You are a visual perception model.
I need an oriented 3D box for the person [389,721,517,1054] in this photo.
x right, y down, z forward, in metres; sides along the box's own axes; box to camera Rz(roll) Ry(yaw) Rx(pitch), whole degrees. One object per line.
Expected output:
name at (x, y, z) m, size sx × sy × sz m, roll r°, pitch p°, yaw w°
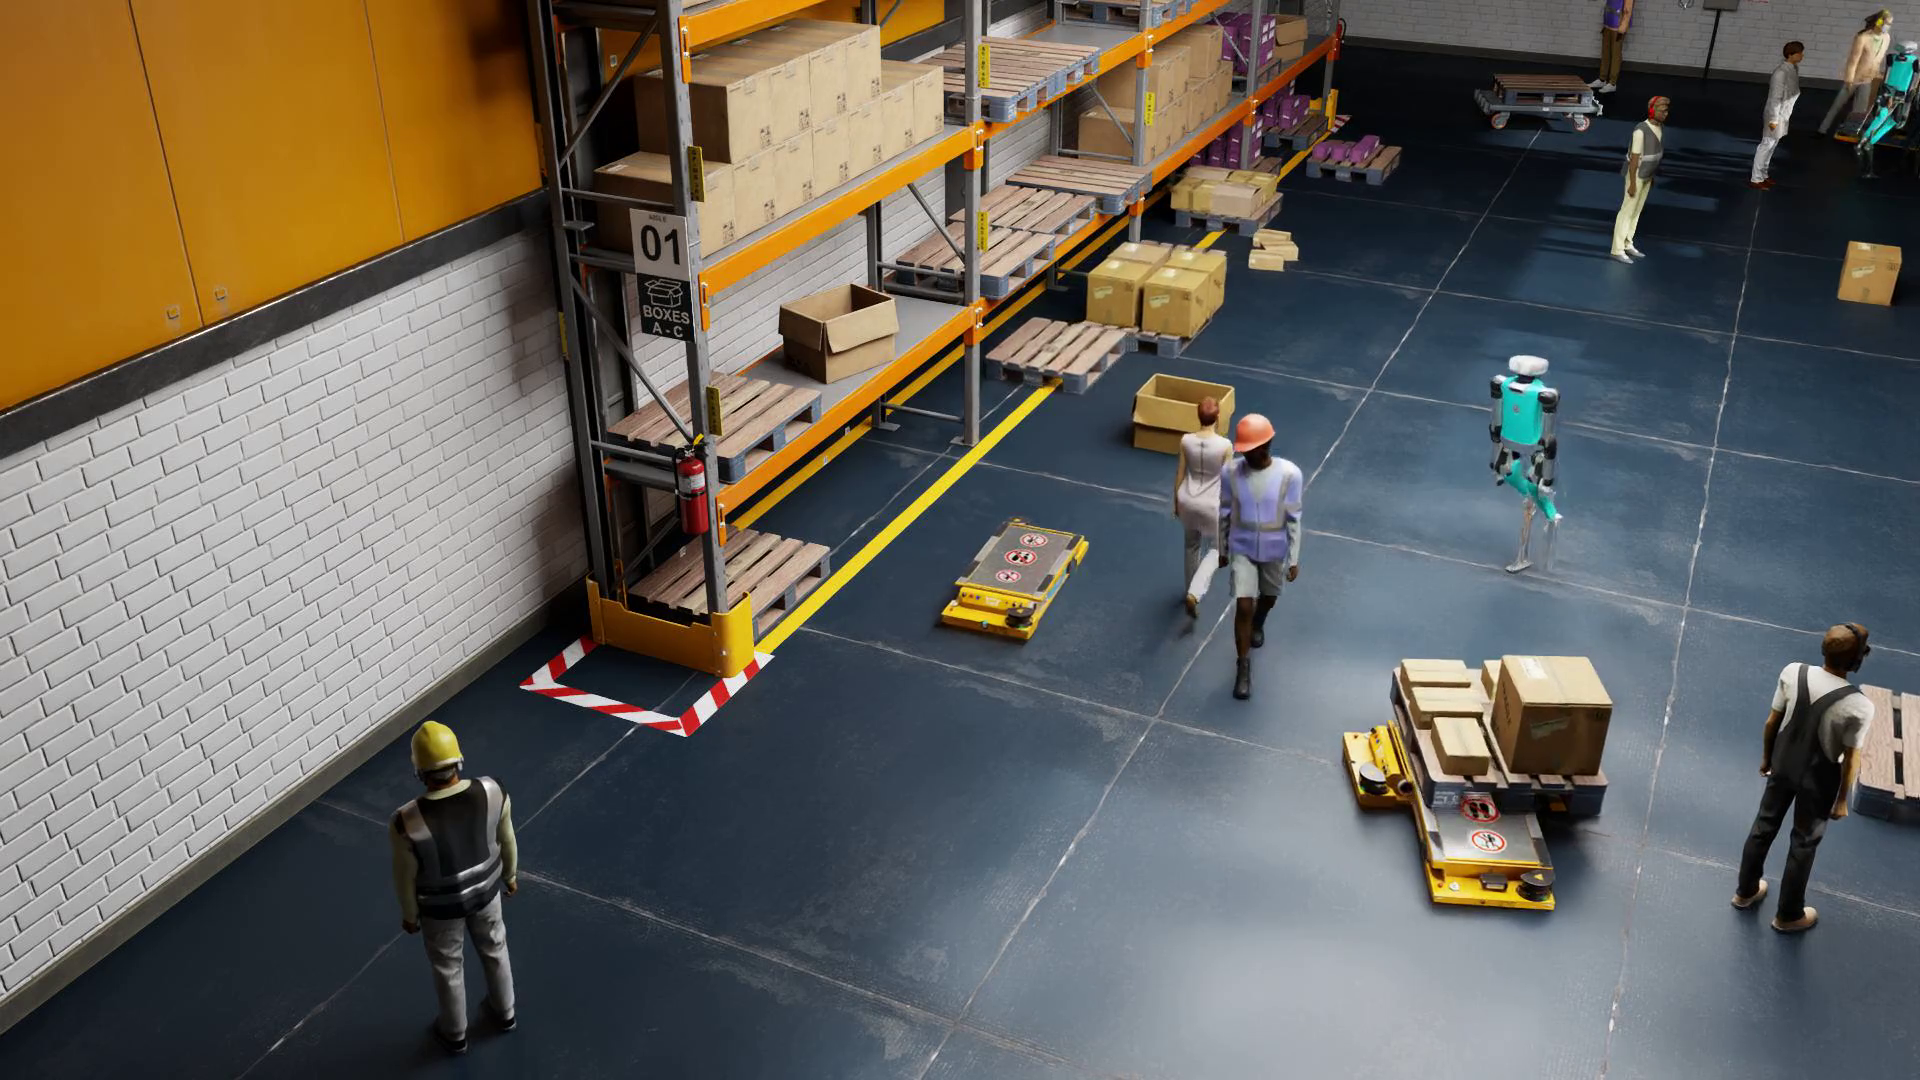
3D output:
person at (-2.407, 1.673, 7.999) m, size 0.599 × 1.817 × 0.403 m, roll -22°, pitch 35°, yaw -35°

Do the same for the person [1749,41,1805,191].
person at (10.358, -5.371, 21.040) m, size 0.365 × 1.836 × 0.505 m, roll 22°, pitch 35°, yaw 35°

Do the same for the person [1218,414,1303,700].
person at (1.956, 0.036, 10.954) m, size 0.558 × 1.886 × 0.888 m, roll 5°, pitch 29°, yaw 9°

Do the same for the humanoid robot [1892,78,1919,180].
humanoid robot at (12.411, -5.486, 21.417) m, size 0.390 × 1.651 × 0.592 m, roll -6°, pitch 29°, yaw -10°

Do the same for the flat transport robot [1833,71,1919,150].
flat transport robot at (13.005, -5.597, 23.106) m, size 1.431 × 0.231 × 0.659 m, roll 22°, pitch 35°, yaw 35°

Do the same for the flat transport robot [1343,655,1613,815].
flat transport robot at (3.118, 1.381, 10.168) m, size 1.431 × 0.231 × 0.659 m, roll 1°, pitch 28°, yaw 2°

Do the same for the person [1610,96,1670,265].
person at (7.579, -4.031, 18.541) m, size 0.396 × 1.847 × 0.563 m, roll 25°, pitch 37°, yaw 38°

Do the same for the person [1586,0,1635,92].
person at (10.120, -7.916, 25.657) m, size 0.409 × 1.931 × 0.533 m, roll -6°, pitch 29°, yaw -10°

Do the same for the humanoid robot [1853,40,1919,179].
humanoid robot at (11.766, -5.445, 21.288) m, size 0.663 × 1.813 × 0.540 m, roll -9°, pitch 30°, yaw -17°

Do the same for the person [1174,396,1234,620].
person at (1.699, -0.220, 11.676) m, size 0.458 × 1.639 × 0.618 m, roll 15°, pitch 32°, yaw 25°

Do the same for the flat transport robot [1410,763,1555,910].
flat transport robot at (3.002, 1.617, 9.730) m, size 0.659 × 0.231 × 1.431 m, roll 3°, pitch 28°, yaw 5°

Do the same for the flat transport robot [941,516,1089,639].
flat transport robot at (0.427, 0.259, 12.247) m, size 0.659 × 0.231 × 1.431 m, roll 10°, pitch 30°, yaw 19°

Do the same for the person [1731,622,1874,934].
person at (4.452, 1.242, 8.765) m, size 0.348 × 1.846 × 0.504 m, roll -16°, pitch 32°, yaw -28°

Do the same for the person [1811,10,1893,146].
person at (12.356, -6.403, 22.959) m, size 0.651 × 1.834 × 0.573 m, roll -1°, pitch 28°, yaw -2°

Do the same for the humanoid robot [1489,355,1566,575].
humanoid robot at (4.222, -0.535, 12.248) m, size 0.756 × 1.840 × 0.570 m, roll -21°, pitch 35°, yaw -33°
